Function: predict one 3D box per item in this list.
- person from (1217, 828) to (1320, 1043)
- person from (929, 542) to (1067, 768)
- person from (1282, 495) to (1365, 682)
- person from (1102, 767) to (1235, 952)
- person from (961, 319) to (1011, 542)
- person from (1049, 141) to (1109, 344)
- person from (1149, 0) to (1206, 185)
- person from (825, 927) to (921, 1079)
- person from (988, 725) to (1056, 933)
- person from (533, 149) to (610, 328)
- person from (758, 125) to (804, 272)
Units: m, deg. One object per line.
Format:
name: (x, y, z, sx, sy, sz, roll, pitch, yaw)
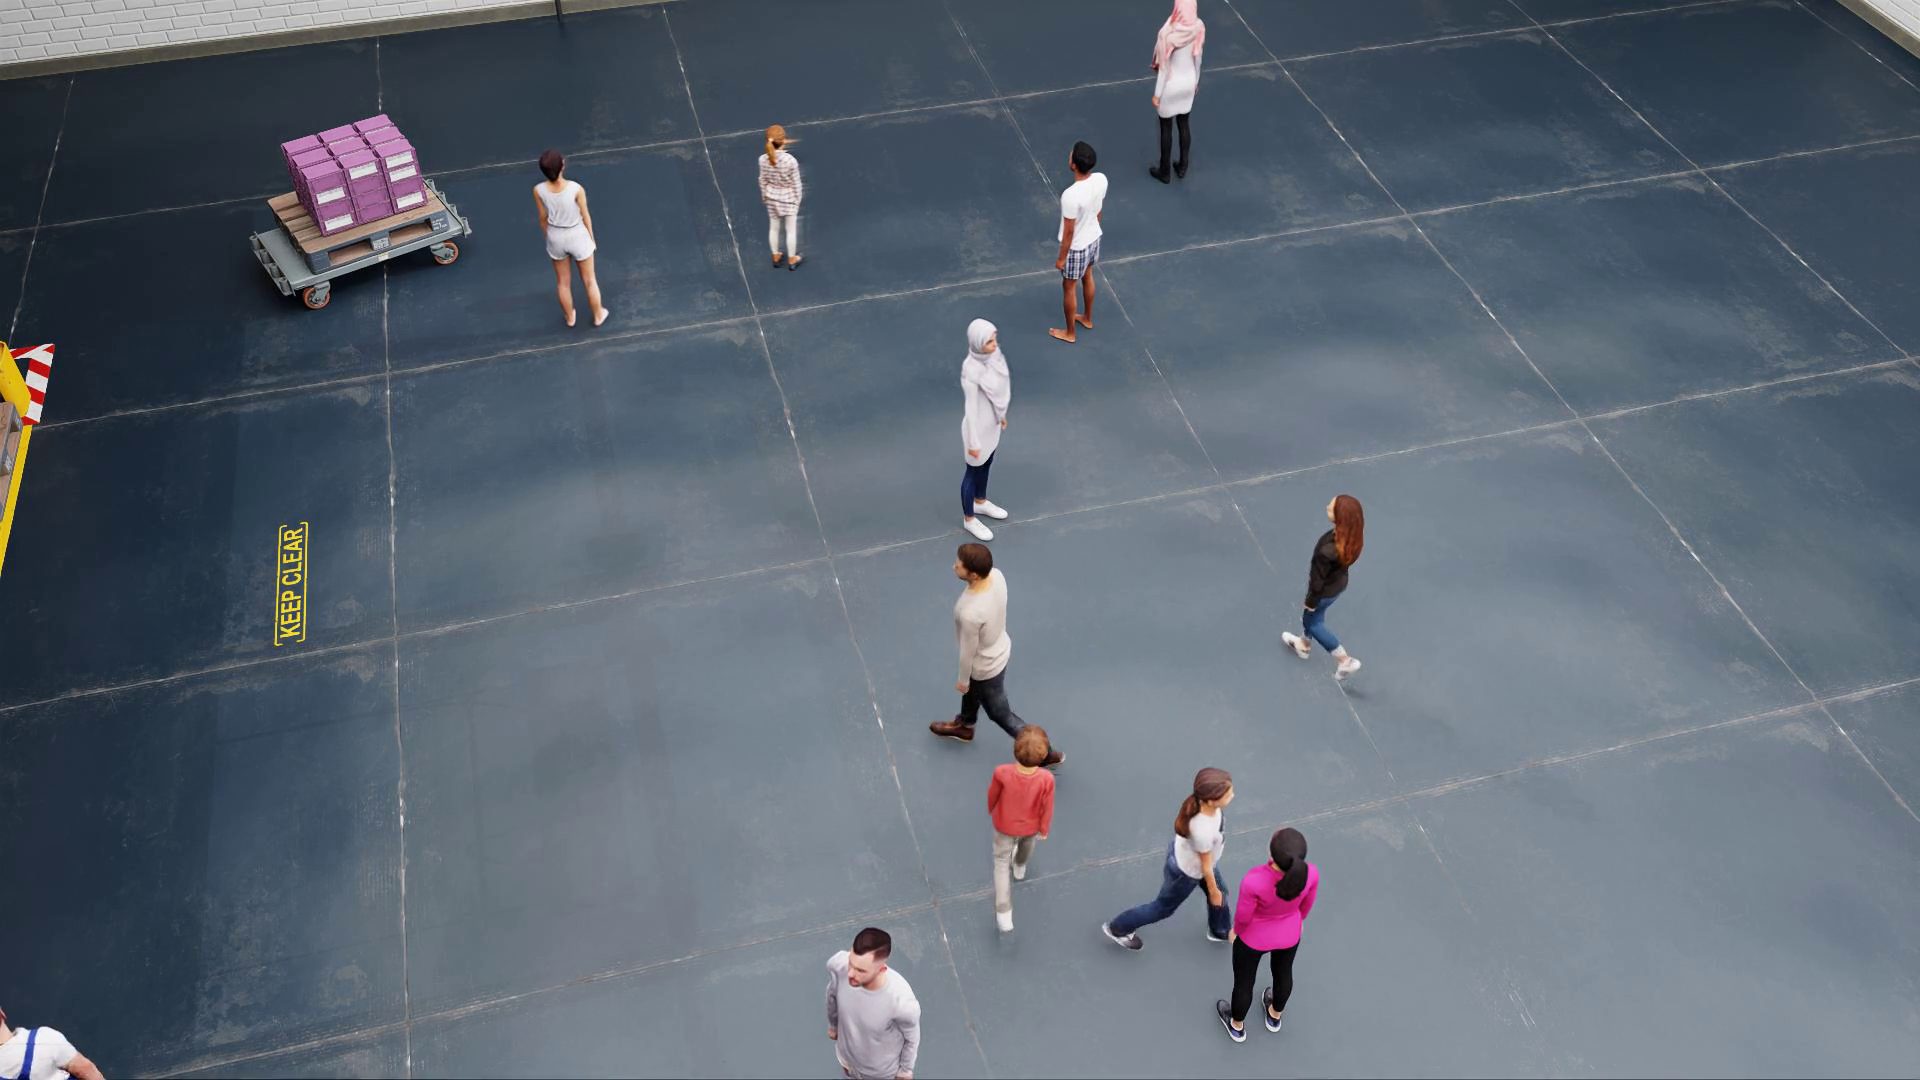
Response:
person: (1.600, 2.034, 8.589, 0.575, 1.699, 0.567, -9, 44, -9)
person: (0.235, 0.748, 9.846, 1.134, 1.828, 1.197, 14, 45, 15)
person: (2.387, 0.308, 10.569, 0.938, 1.468, 0.831, 31, 52, 28)
person: (1.175, 1.760, 9.004, 0.897, 1.523, 1.087, 6, 44, 7)
person: (0.147, -0.784, 11.492, 0.741, 1.776, 0.674, 20, 47, 20)
person: (0.948, -2.358, 13.174, 0.719, 1.735, 0.707, 31, 52, 29)
person: (1.941, -4.058, 14.908, 0.679, 1.803, 0.647, -19, 47, -19)
person: (-0.429, 2.450, 8.049, 0.745, 1.841, 0.825, 25, 49, 24)
person: (0.323, 1.611, 9.257, 0.656, 1.390, 0.968, -1, 44, -1)
person: (-3.137, -2.404, 13.317, 0.611, 1.604, 0.616, -1, 44, -1)
person: (-1.517, -2.886, 14.039, 0.592, 1.305, 0.616, 12, 45, 12)
